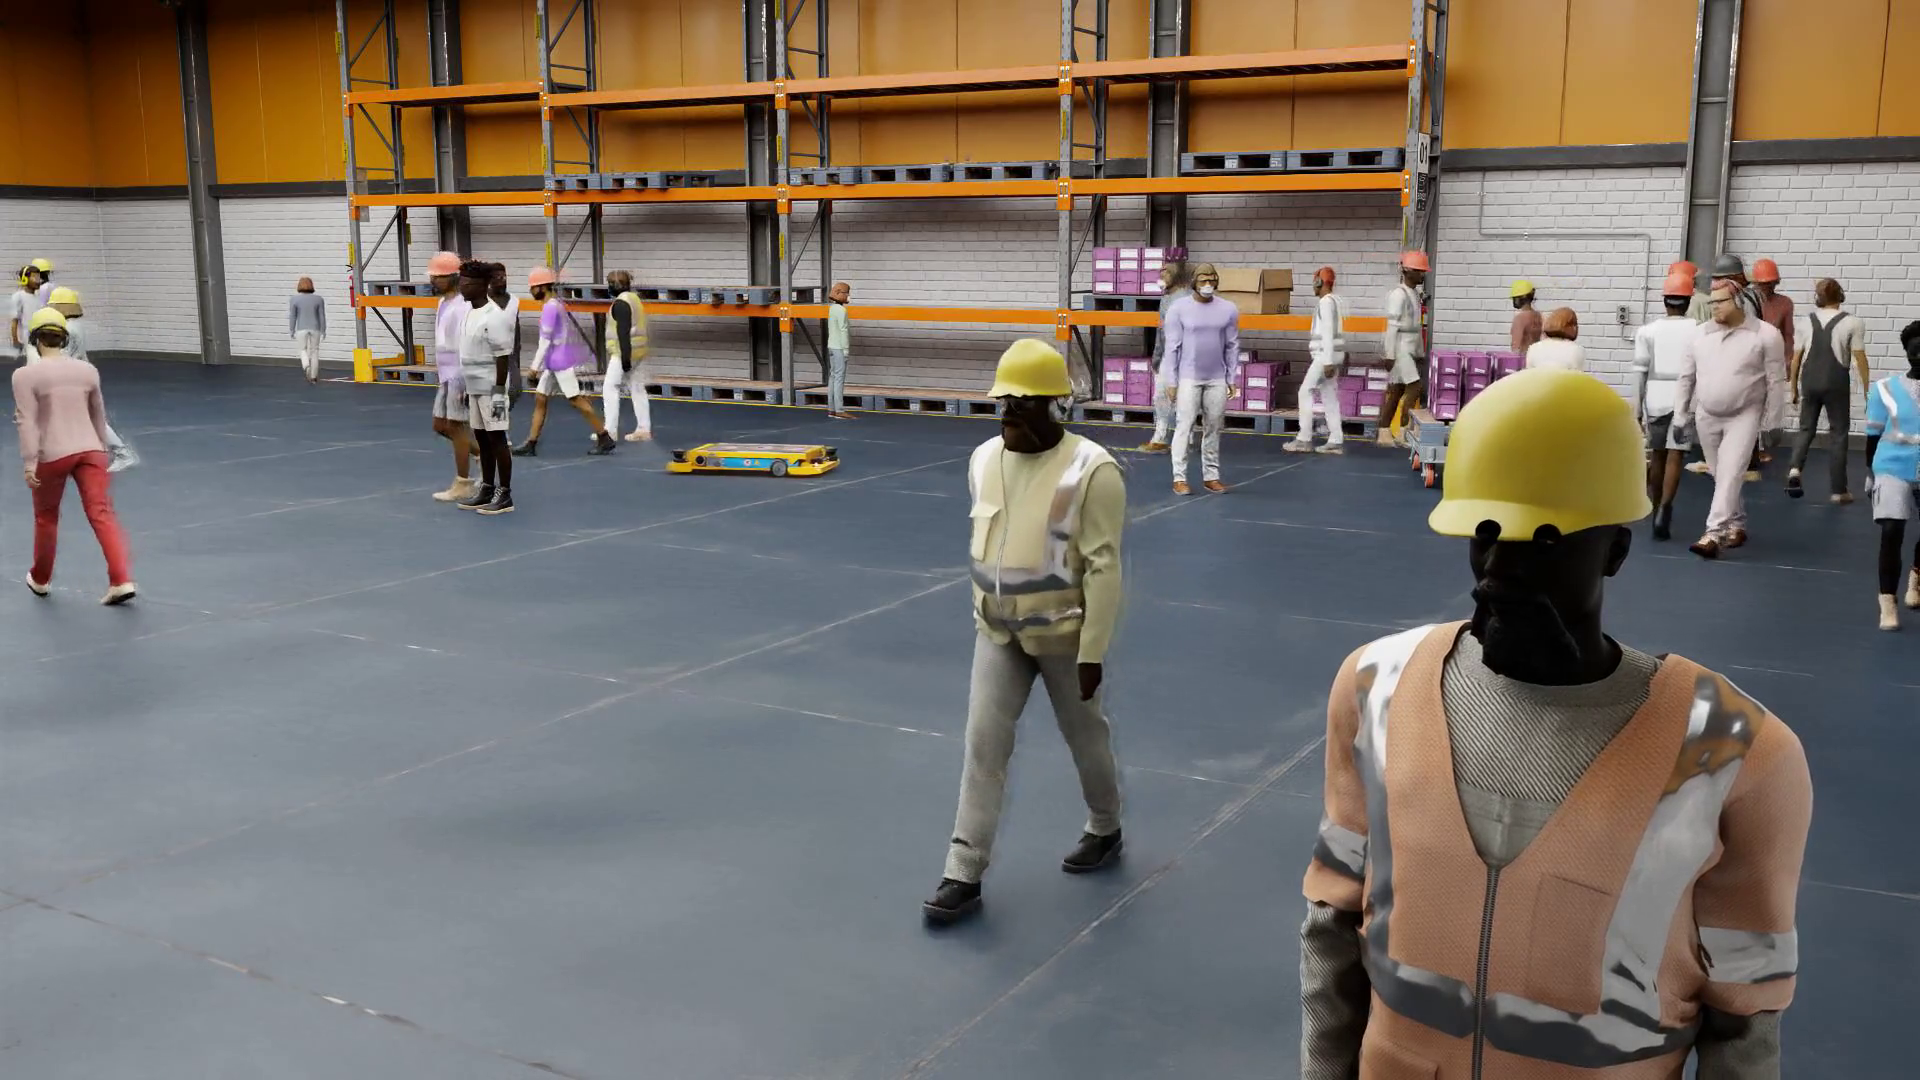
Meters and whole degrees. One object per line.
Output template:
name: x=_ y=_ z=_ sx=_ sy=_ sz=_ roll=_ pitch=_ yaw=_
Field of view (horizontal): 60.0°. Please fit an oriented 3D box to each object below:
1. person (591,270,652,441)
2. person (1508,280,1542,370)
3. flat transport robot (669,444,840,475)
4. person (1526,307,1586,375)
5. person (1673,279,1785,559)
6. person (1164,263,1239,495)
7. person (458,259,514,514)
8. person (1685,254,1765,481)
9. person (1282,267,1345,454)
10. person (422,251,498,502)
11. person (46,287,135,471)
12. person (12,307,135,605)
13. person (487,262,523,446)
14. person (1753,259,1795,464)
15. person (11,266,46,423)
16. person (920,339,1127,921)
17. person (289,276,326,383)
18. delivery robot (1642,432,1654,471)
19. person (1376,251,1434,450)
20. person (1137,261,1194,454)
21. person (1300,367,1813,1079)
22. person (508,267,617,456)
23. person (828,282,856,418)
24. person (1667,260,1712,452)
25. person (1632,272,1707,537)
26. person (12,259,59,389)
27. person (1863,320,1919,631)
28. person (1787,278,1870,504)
person: x=-3.629 y=-1.940 z=17.607 sx=0.753 sy=1.813 sz=0.664 roll=1 pitch=10 yaw=5
person: x=5.775 y=-1.754 z=16.783 sx=0.550 sy=1.730 sz=0.700 roll=-9 pitch=13 yaw=-42
flat transport robot: x=-1.876 y=-0.751 z=15.254 sx=1.431 sy=0.197 sz=0.652 roll=2 pitch=10 yaw=11
person: x=4.443 y=-0.947 z=12.543 sx=0.428 sy=1.611 sz=0.533 roll=-8 pitch=13 yaw=-38
person: x=5.143 y=-0.818 z=11.191 sx=1.032 sy=1.848 sz=0.662 roll=-9 pitch=13 yaw=-41
person: x=2.004 y=-1.330 z=13.849 sx=0.630 sy=1.933 sz=0.367 roll=-2 pitch=10 yaw=-13
person: x=-3.691 y=-1.185 z=12.911 sx=0.372 sy=1.966 sz=0.603 roll=-8 pitch=13 yaw=-38
person: x=6.805 y=-1.552 z=14.784 sx=0.832 sy=2.000 sz=0.699 roll=8 pitch=13 yaw=39
person: x=3.564 y=-1.796 z=16.691 sx=0.746 sy=1.855 sz=0.621 roll=4 pitch=11 yaw=22
person: x=-4.061 y=-1.319 z=13.502 sx=0.530 sy=2.029 sz=0.635 roll=-6 pitch=12 yaw=-31
person: x=-8.043 y=-1.455 z=15.186 sx=0.876 sy=1.705 sz=0.498 roll=-3 pitch=10 yaw=-16
person: x=-5.164 y=-0.473 z=9.610 sx=0.934 sy=1.713 sz=0.559 roll=7 pitch=12 yaw=35
person: x=-4.819 y=-1.931 z=17.316 sx=0.454 sy=1.903 sz=0.603 roll=9 pitch=13 yaw=41
person: x=7.654 y=-1.693 z=15.875 sx=0.685 sy=1.939 sz=0.869 roll=-1 pitch=10 yaw=-4
person: x=-10.692 y=-2.266 z=19.402 sx=0.879 sy=1.832 sz=0.530 roll=0 pitch=10 yaw=1
person: x=0.253 y=0.259 z=5.258 sx=0.611 sy=1.786 sz=0.924 roll=8 pitch=13 yaw=37
person: x=-9.830 y=-3.164 z=25.107 sx=0.518 sy=1.619 sz=0.450 roll=-5 pitch=11 yaw=-25
delivery robot: x=5.824 y=-0.825 z=14.605 sx=0.477 sy=0.478 sz=0.707 roll=-3 pitch=11 yaw=-18
person: x=4.573 y=-1.915 z=16.894 sx=0.693 sy=2.013 sz=0.625 roll=5 pitch=11 yaw=27
person: x=2.019 y=-1.792 z=16.498 sx=0.791 sy=1.909 sz=0.666 roll=-2 pitch=10 yaw=-12
person: x=0.681 y=0.752 z=2.057 sx=0.588 sy=1.927 sz=0.365 roll=7 pitch=12 yaw=36
person: x=-3.916 y=-1.736 z=16.348 sx=1.068 sy=1.880 sz=0.533 roll=-3 pitch=10 yaw=-16
person: x=-1.450 y=-2.286 z=20.092 sx=0.284 sy=1.633 sz=0.498 roll=-4 pitch=11 yaw=-21
person: x=7.102 y=-1.710 z=15.997 sx=0.702 sy=1.945 sz=0.884 roll=-5 pitch=11 yaw=-28
person: x=5.124 y=-0.980 z=11.984 sx=0.546 sy=1.896 sz=0.982 roll=6 pitch=12 yaw=32
person: x=-12.376 y=-2.825 z=22.410 sx=0.959 sy=1.882 sz=0.617 roll=-2 pitch=10 yaw=-13
person: x=5.237 y=-0.373 z=9.136 sx=0.531 sy=1.673 sz=0.761 roll=4 pitch=11 yaw=24
person: x=6.964 y=-1.182 z=13.334 sx=0.566 sy=1.819 sz=0.645 roll=-9 pitch=13 yaw=-41
